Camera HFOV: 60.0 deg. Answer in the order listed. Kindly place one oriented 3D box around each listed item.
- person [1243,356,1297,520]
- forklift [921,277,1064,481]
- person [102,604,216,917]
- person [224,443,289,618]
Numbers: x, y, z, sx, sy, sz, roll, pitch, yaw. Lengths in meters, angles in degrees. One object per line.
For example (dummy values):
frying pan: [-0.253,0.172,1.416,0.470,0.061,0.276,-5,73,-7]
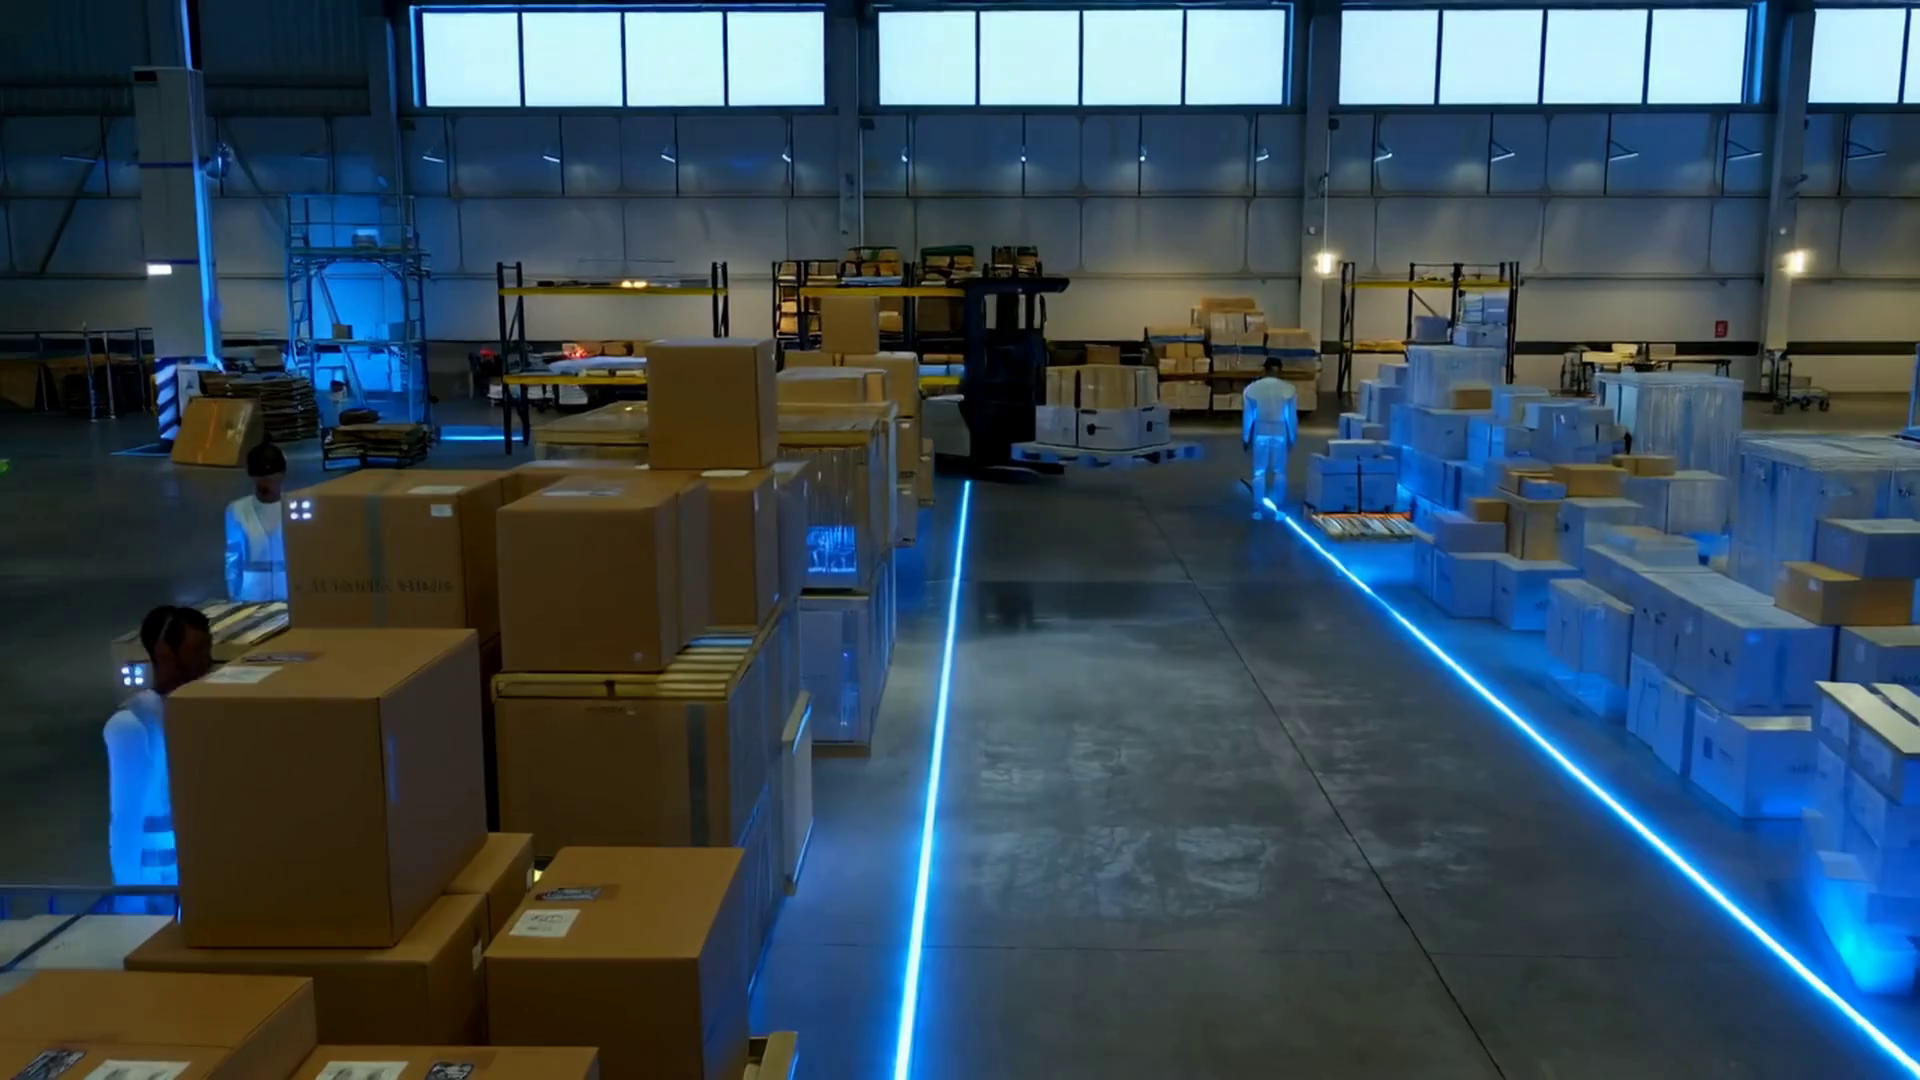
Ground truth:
person: [3.650,-1.197,19.621,0.632,1.940,0.372,1,10,8]
forklift: [0.403,-2.333,23.611,1.873,2.768,1.129,9,13,42]
person: [-2.679,1.148,5.776,0.414,1.869,0.612,1,9,4]
person: [-4.218,0.370,10.245,0.547,1.935,0.370,-3,10,-17]
